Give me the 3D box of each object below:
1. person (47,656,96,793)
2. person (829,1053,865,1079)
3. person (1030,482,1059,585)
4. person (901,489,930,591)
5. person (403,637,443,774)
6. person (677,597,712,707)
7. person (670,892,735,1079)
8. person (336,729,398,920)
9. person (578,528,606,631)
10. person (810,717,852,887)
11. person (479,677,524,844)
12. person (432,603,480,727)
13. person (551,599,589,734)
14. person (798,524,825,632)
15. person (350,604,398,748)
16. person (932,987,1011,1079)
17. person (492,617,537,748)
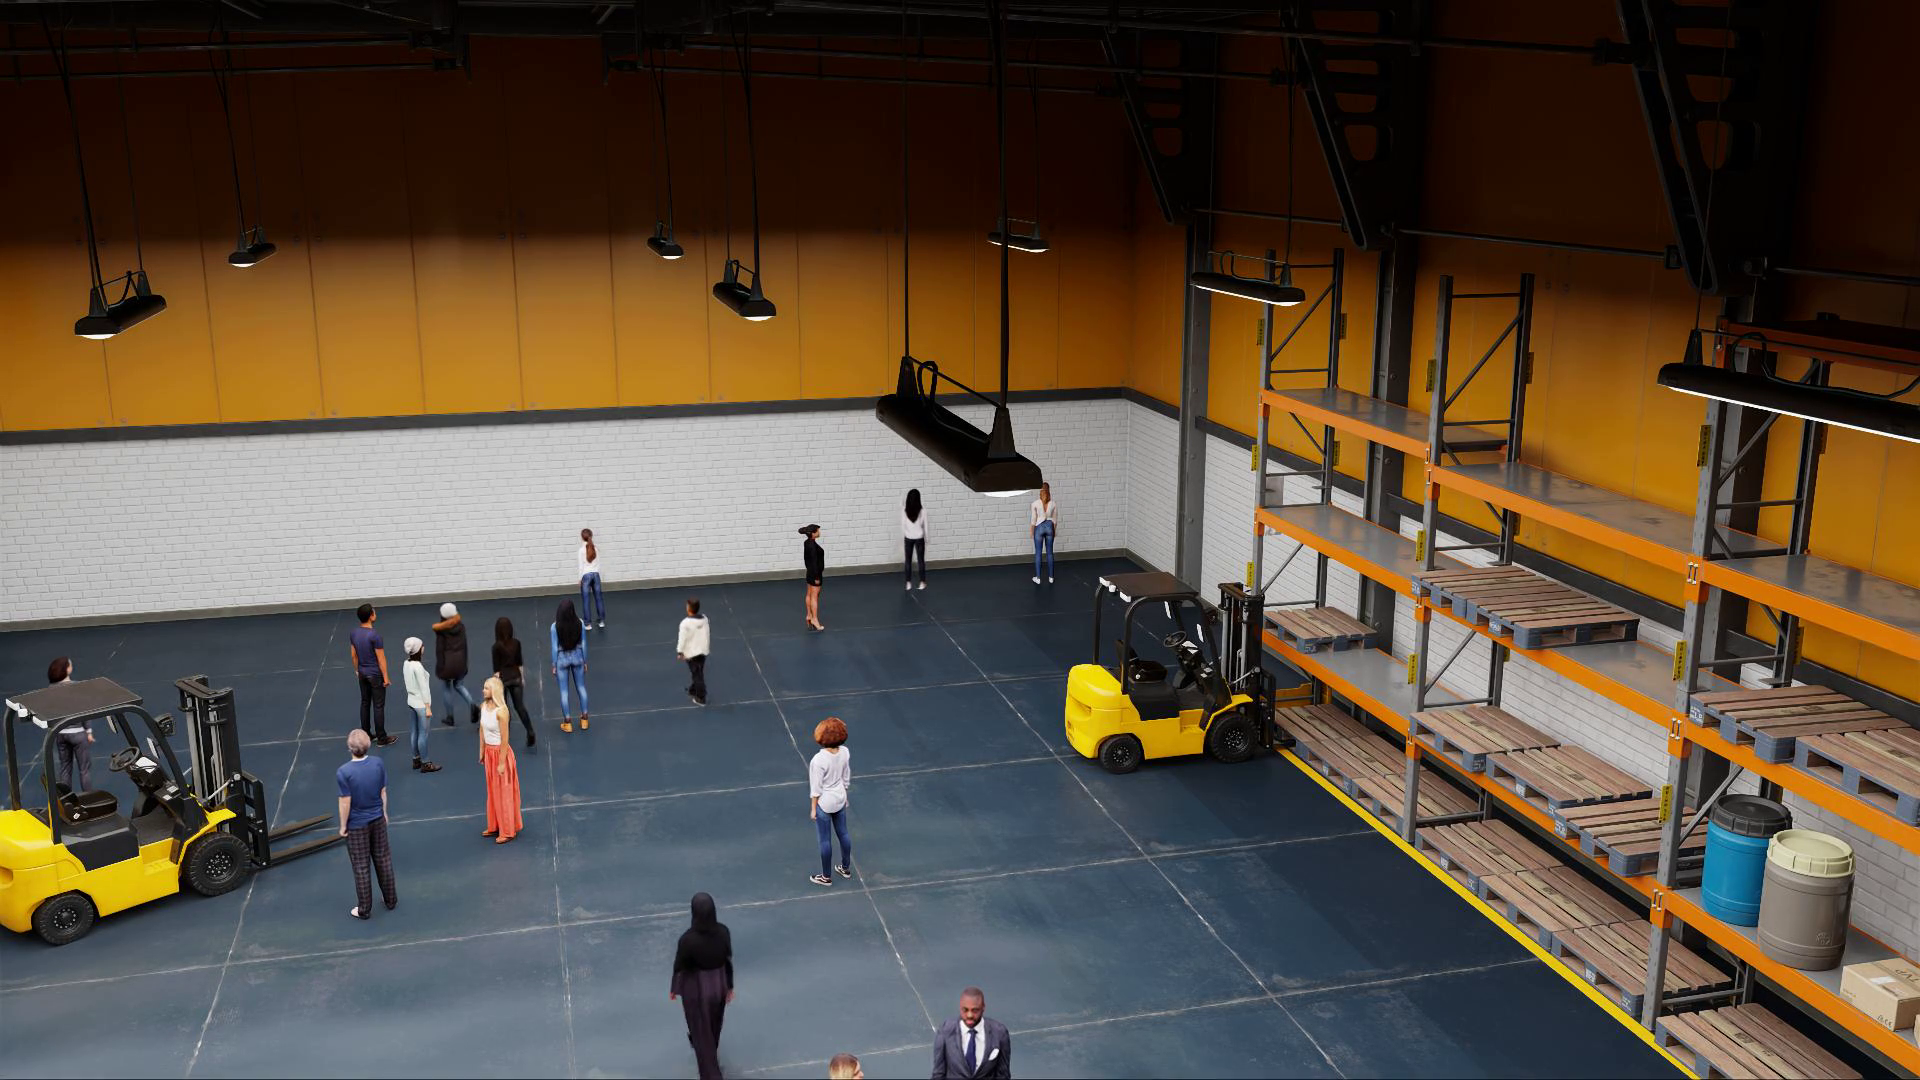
[{"bbox_3d":[-9.881,2.147,18.489,0.678,1.767,0.653,2,14,7],"label":"person"},{"bbox_3d":[-0.727,4.074,10.721,0.657,1.677,0.495,1,14,3],"label":"person"},{"bbox_3d":[1.415,-0.131,27.995,0.622,1.719,0.524,-3,14,-11],"label":"person"},{"bbox_3d":[-0.758,-0.020,27.578,0.674,1.700,0.632,0,14,0],"label":"person"},{"bbox_3d":[-6.390,1.928,19.650,0.702,1.645,0.589,-13,19,-43],"label":"person"},{"bbox_3d":[-3.435,1.487,21.910,0.935,1.439,0.829,13,19,43],"label":"person"},{"bbox_3d":[-1.969,3.554,13.011,0.858,1.609,1.104,-10,17,-36],"label":"person"},{"bbox_3d":[-5.703,2.704,15.966,0.738,1.871,0.728,-13,19,-43],"label":"person"},{"bbox_3d":[-5.654,0.581,25.399,0.603,1.557,0.605,-10,17,-35],"label":"person"},{"bbox_3d":[-1.292,2.607,16.706,0.751,1.712,0.768,-13,18,-42],"label":"person"},{"bbox_3d":[-4.913,2.319,17.700,0.680,1.803,0.780,13,19,43],"label":"person"},{"bbox_3d":[-6.386,1.597,21.068,0.984,1.621,0.896,10,17,35],"label":"person"},{"bbox_3d":[-4.918,1.571,20.982,0.640,1.712,0.578,-7,15,-26],"label":"person"},{"bbox_3d":[-2.224,0.555,25.334,0.664,1.640,0.586,-5,15,-21],"label":"person"},{"bbox_3d":[-7.256,1.655,20.462,0.717,1.793,0.737,5,15,21],"label":"person"},{"bbox_3d":[0.069,3.863,11.278,0.756,1.824,0.707,0,14,1],"label":"person"},{"bbox_3d":[-5.481,1.767,20.375,0.876,1.617,1.107,-11,18,-39],"label":"person"}]
